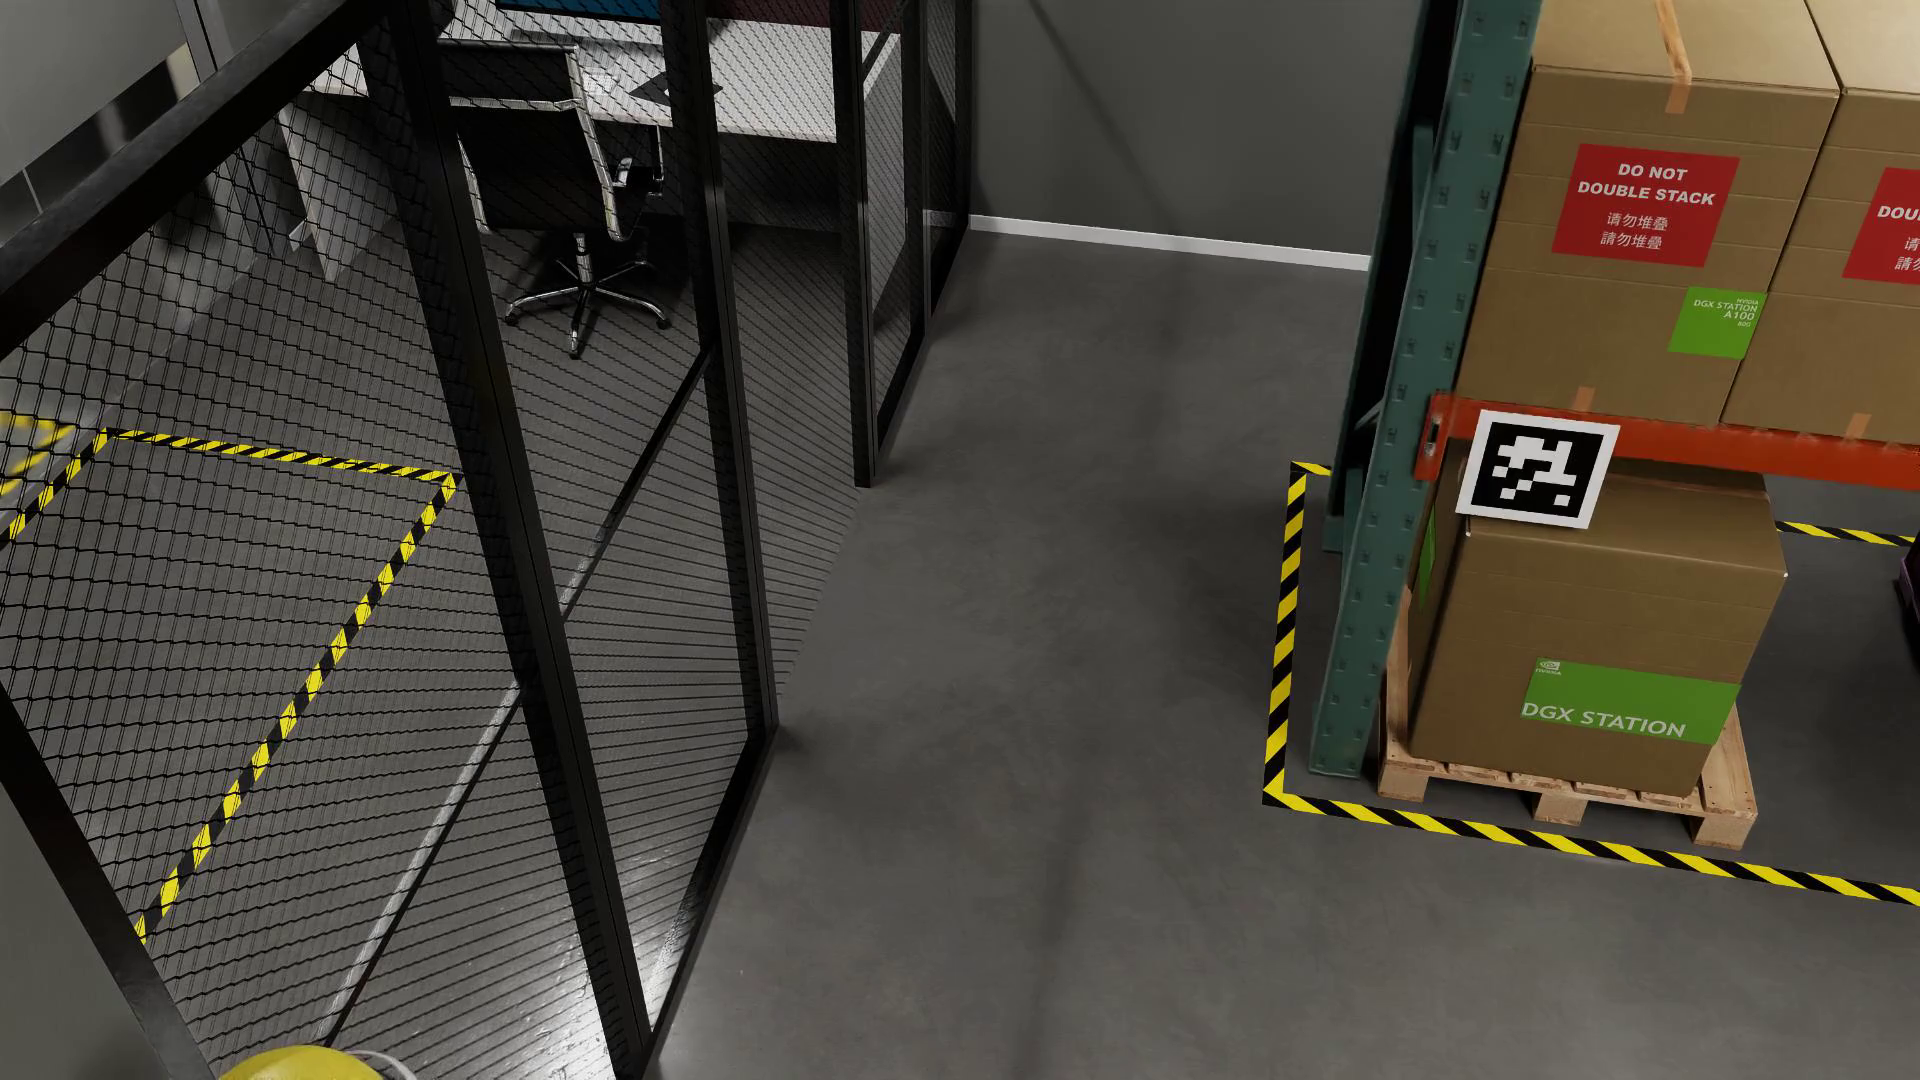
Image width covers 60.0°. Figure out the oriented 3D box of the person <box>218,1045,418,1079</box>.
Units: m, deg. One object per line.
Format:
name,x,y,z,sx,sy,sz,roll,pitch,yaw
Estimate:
person,-0.674,1.222,2.171,0.586,1.833,0.403,13,43,14
